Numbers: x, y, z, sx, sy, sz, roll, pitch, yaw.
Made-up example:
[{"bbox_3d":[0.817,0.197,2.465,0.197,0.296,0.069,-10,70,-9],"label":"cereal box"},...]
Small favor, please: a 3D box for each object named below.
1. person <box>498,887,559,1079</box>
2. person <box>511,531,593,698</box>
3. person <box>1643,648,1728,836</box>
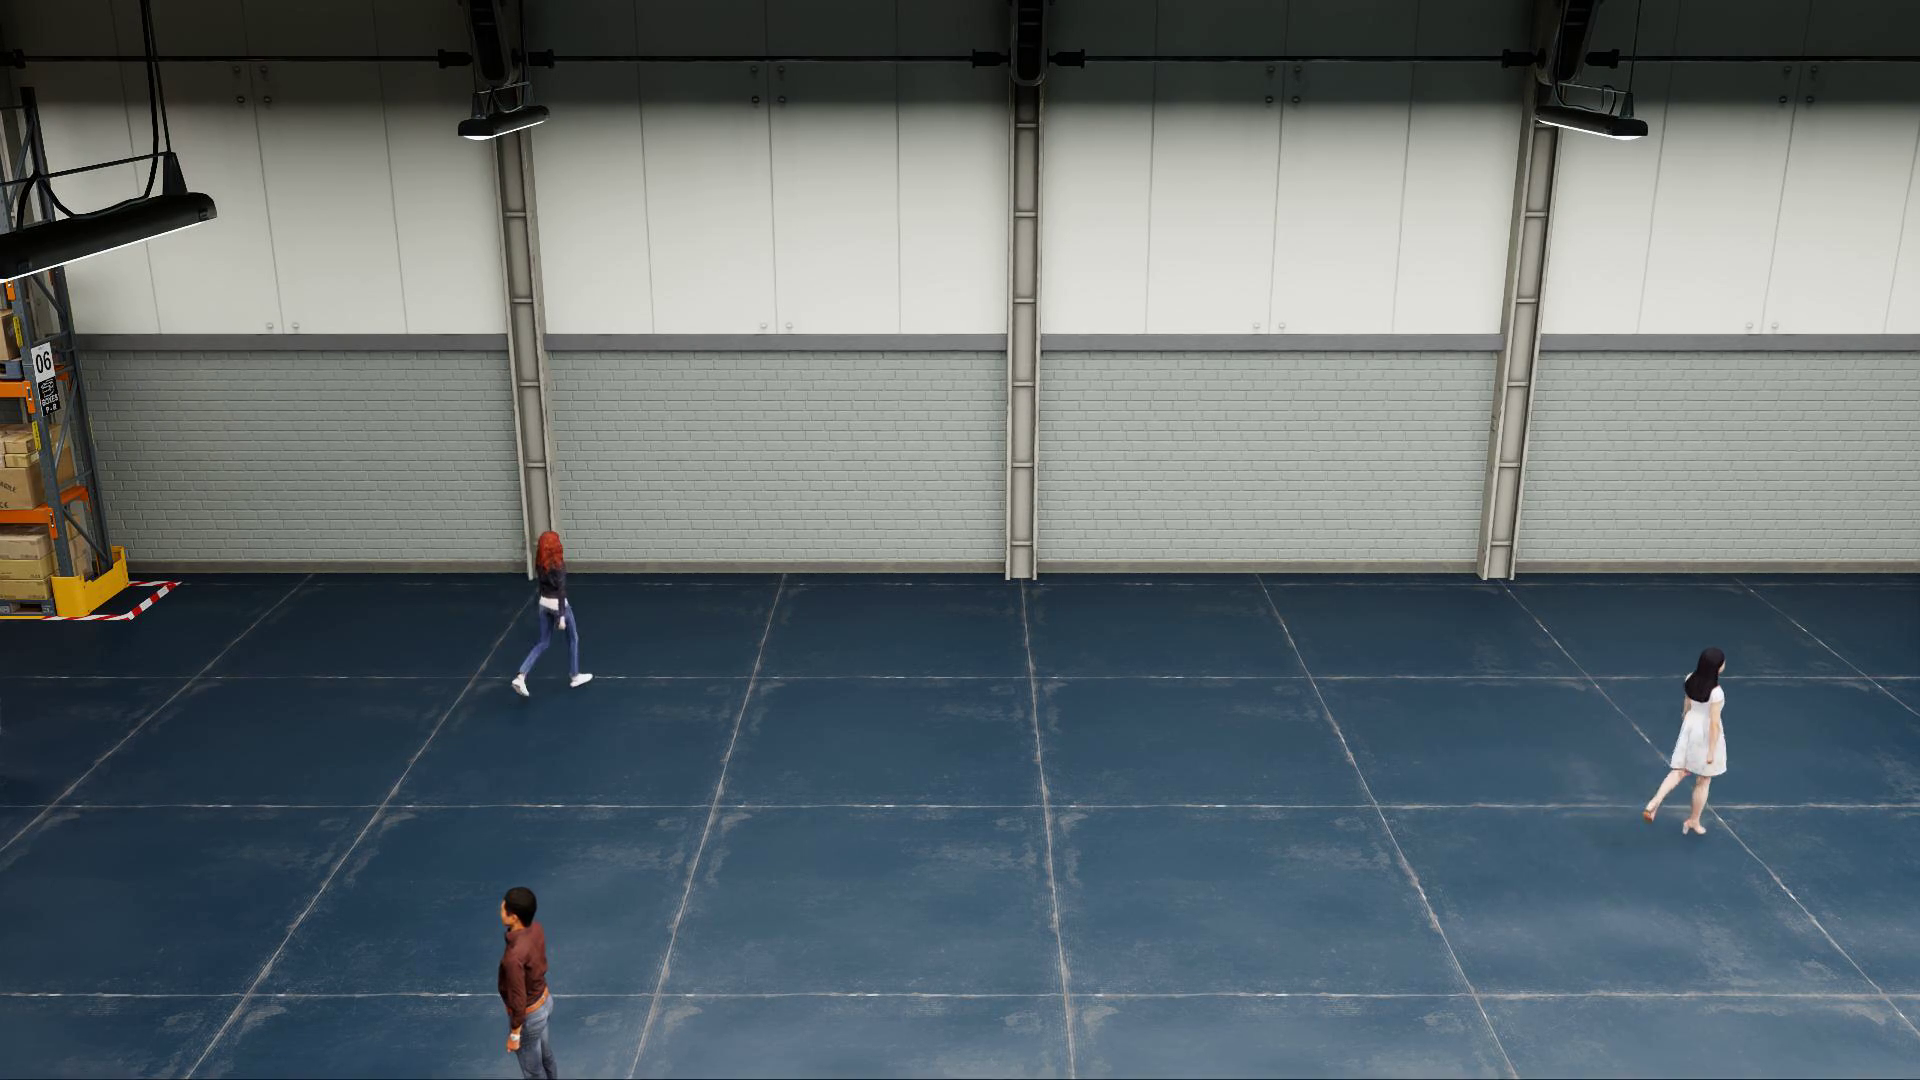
[{"bbox_3d":[-2.685,2.970,10.421,0.530,1.781,0.656,1,18,4],"label":"person"},{"bbox_3d":[-4.257,0.801,17.131,1.168,1.751,1.115,13,22,34],"label":"person"},{"bbox_3d":[6.224,1.755,14.187,1.031,1.761,0.824,-6,19,-19],"label":"person"}]
